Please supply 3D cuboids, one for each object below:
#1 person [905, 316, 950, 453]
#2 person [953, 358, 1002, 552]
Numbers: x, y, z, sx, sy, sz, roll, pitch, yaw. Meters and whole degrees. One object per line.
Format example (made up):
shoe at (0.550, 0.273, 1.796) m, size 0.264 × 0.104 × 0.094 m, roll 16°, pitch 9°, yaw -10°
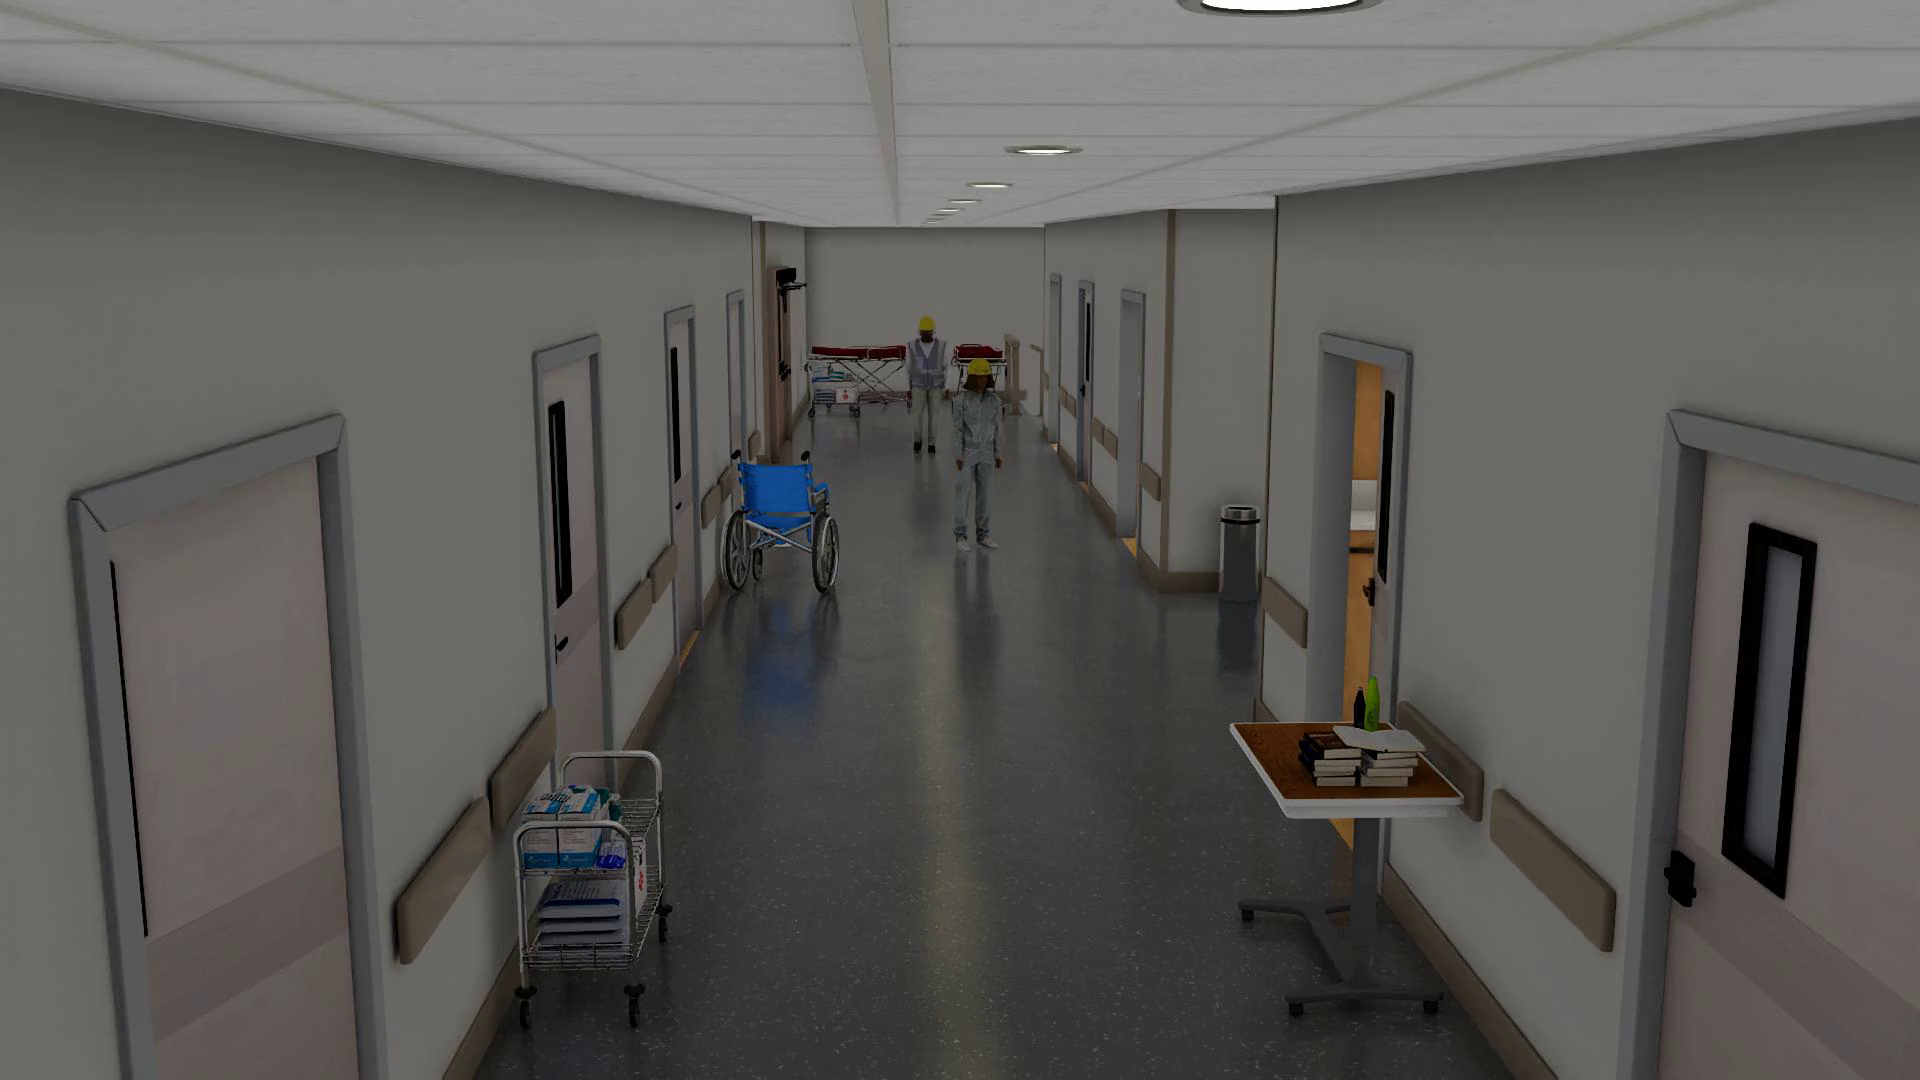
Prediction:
person at (-0.421, -2.025, 21.800) m, size 0.591 × 1.813 × 0.447 m, roll -1°, pitch 10°, yaw -3°
person at (0.164, -0.766, 14.956) m, size 0.484 × 1.745 × 0.307 m, roll -6°, pitch 12°, yaw -30°
